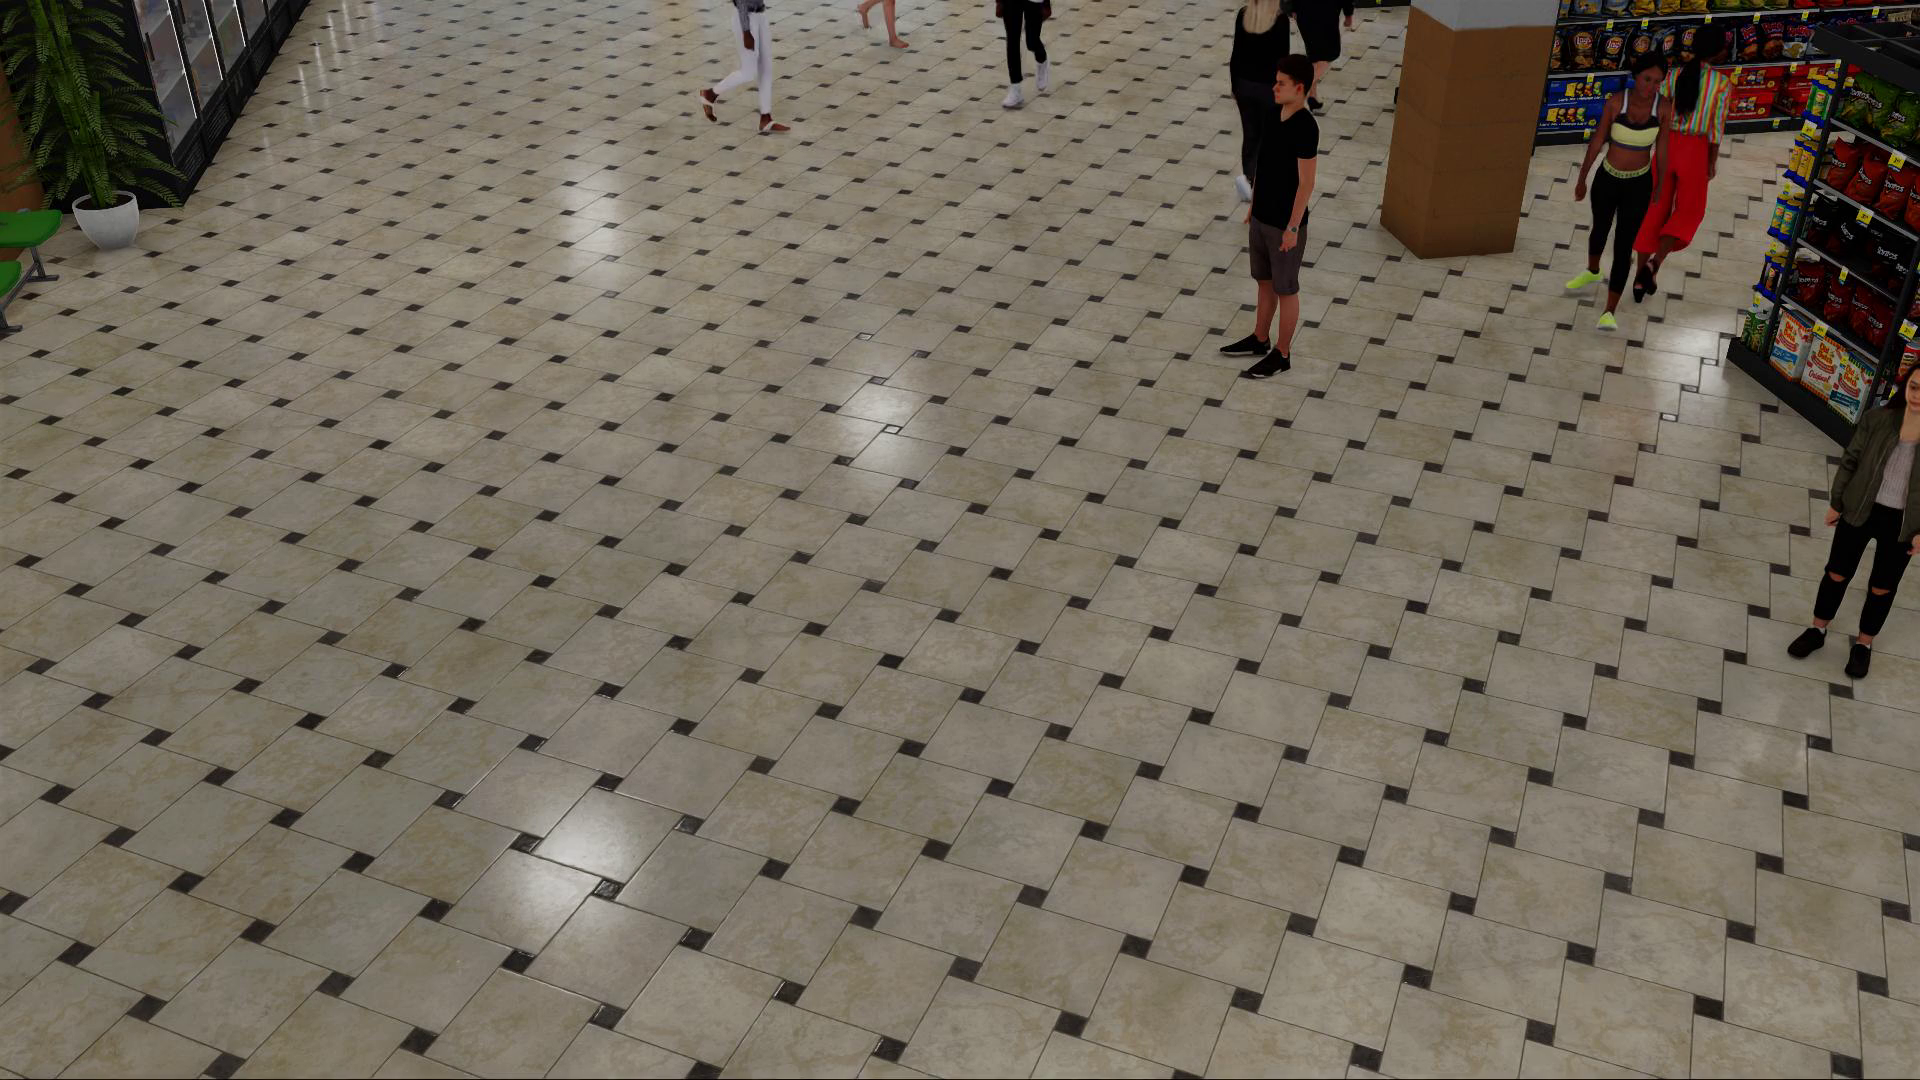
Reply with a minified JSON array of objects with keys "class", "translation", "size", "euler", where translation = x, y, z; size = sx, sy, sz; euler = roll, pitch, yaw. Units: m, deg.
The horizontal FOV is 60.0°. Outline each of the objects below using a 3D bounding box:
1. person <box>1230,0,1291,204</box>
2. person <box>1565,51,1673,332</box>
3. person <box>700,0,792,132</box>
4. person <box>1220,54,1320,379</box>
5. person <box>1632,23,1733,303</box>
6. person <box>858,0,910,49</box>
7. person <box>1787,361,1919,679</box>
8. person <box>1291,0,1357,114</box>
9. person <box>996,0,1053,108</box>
[{"class":"person","translation":[2.093,-3.179,11.868],"size":[0.921,1.673,0.967],"euler":[18,36,26]},{"class":"person","translation":[4.072,-2.177,10.251],"size":[1.221,1.679,1.168],"euler":[16,35,24]},{"class":"person","translation":[-1.767,-4.107,13.326],"size":[1.053,1.707,0.845],"euler":[7,33,12]},{"class":"person","translation":[1.854,-1.869,9.583],"size":[0.649,1.862,0.712],"euler":[-12,34,-18]},{"class":"person","translation":[4.448,-2.270,10.306],"size":[0.882,1.779,0.938],"euler":[17,36,25]},{"class":"person","translation":[-0.759,-5.517,15.614],"size":[1.033,1.684,1.015],"euler":[-28,41,-37]},{"class":"person","translation":[3.943,-0.103,7.110],"size":[0.654,1.476,0.700],"euler":[23,39,32]},{"class":"person","translation":[2.929,-4.276,13.644],"size":[1.000,1.659,1.073],"euler":[22,38,31]},{"class":"person","translation":[0.575,-4.586,14.005],"size":[0.981,1.803,1.007],"euler":[14,35,21]}]
